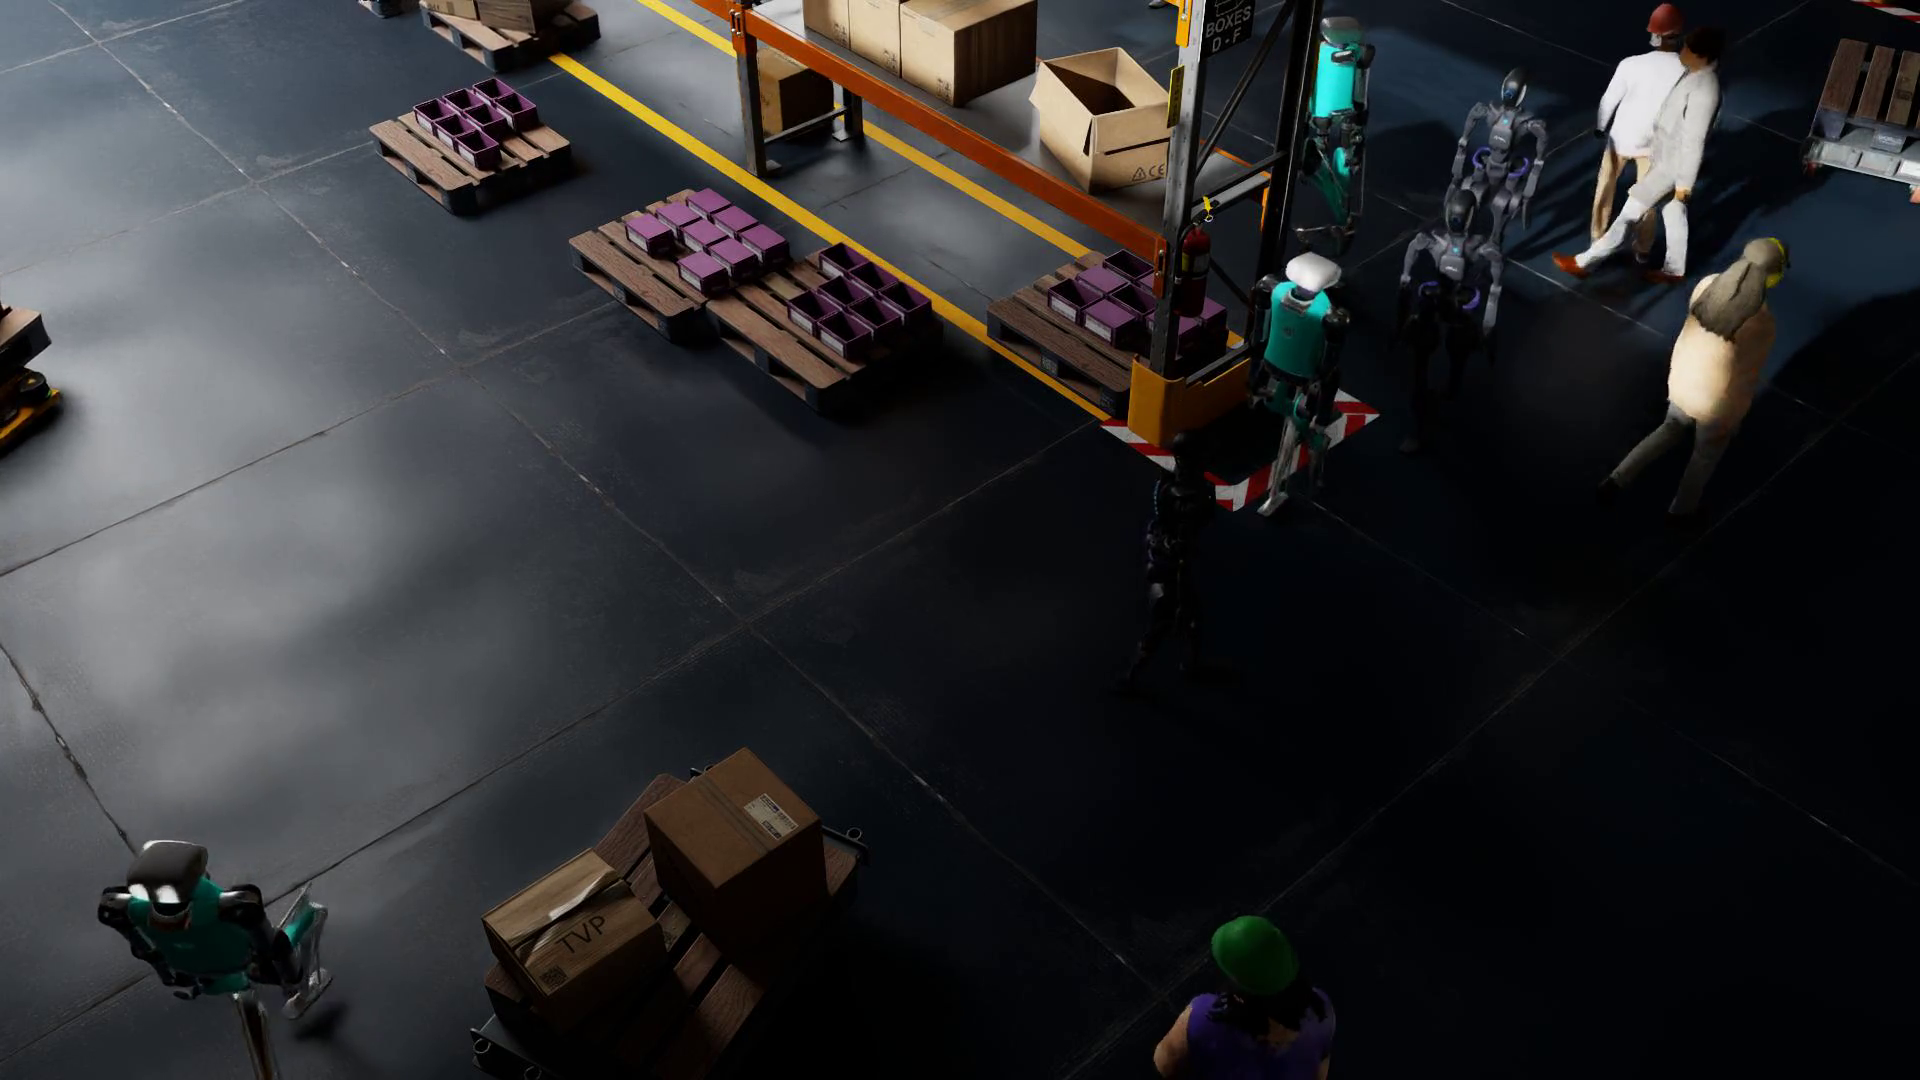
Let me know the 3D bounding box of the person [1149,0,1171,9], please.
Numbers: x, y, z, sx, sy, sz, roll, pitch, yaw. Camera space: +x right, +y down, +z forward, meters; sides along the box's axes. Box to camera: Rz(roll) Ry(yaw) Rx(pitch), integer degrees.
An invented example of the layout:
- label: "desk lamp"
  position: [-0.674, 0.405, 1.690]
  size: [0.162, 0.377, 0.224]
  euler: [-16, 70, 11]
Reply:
- label: "person"
  position: [1.722, -5.348, 13.753]
  size: [0.389, 1.837, 0.563]
  euler: [-17, 45, -18]

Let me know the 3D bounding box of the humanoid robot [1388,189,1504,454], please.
- label: "humanoid robot"
  position: [2.768, -1.242, 9.436]
  size: [0.615, 1.652, 0.525]
  euler: [12, 44, 13]

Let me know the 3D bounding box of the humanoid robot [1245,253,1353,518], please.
- label: "humanoid robot"
  position: [1.880, -0.808, 8.971]
  size: [0.552, 1.895, 0.761]
  euler: [30, 50, 28]

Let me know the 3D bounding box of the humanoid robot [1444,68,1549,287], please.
- label: "humanoid robot"
  position: [3.366, -2.225, 10.502]
  size: [0.586, 1.626, 0.755]
  euler: [23, 47, 23]

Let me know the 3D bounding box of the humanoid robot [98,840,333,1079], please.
- label: "humanoid robot"
  position: [-2.737, 1.482, 6.409]
  size: [0.562, 1.723, 0.974]
  euler: [-3, 43, -3]

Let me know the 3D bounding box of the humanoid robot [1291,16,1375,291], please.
- label: "humanoid robot"
  position: [2.450, -2.383, 10.610]
  size: [0.535, 1.726, 0.967]
  euler: [-16, 45, -16]

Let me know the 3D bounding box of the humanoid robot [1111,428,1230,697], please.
- label: "humanoid robot"
  position: [1.067, 0.137, 7.911]
  size: [0.605, 1.638, 0.589]
  euler: [2, 43, 3]

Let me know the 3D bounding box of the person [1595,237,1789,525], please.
- label: "person"
  position: [3.911, -0.787, 8.784]
  size: [0.638, 1.856, 0.558]
  euler: [-17, 45, -17]

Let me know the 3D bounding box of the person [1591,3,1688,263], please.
- label: "person"
  position: [4.461, -2.657, 10.912]
  size: [0.590, 1.714, 0.440]
  euler: [4, 43, 4]

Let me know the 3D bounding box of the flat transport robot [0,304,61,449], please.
- label: "flat transport robot"
  position: [-6.258, -0.866, 10.037]
  size: [1.431, 0.231, 0.659]
  euler: [13, 44, 13]

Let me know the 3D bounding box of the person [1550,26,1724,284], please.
- label: "person"
  position: [4.431, -2.434, 10.620]
  size: [0.924, 1.785, 0.519]
  euler: [12, 44, 12]

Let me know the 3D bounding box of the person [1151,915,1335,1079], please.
- label: "person"
  position: [0.986, 1.832, 5.901]
  size: [0.614, 1.905, 0.708]
  euler: [-6, 43, -6]
